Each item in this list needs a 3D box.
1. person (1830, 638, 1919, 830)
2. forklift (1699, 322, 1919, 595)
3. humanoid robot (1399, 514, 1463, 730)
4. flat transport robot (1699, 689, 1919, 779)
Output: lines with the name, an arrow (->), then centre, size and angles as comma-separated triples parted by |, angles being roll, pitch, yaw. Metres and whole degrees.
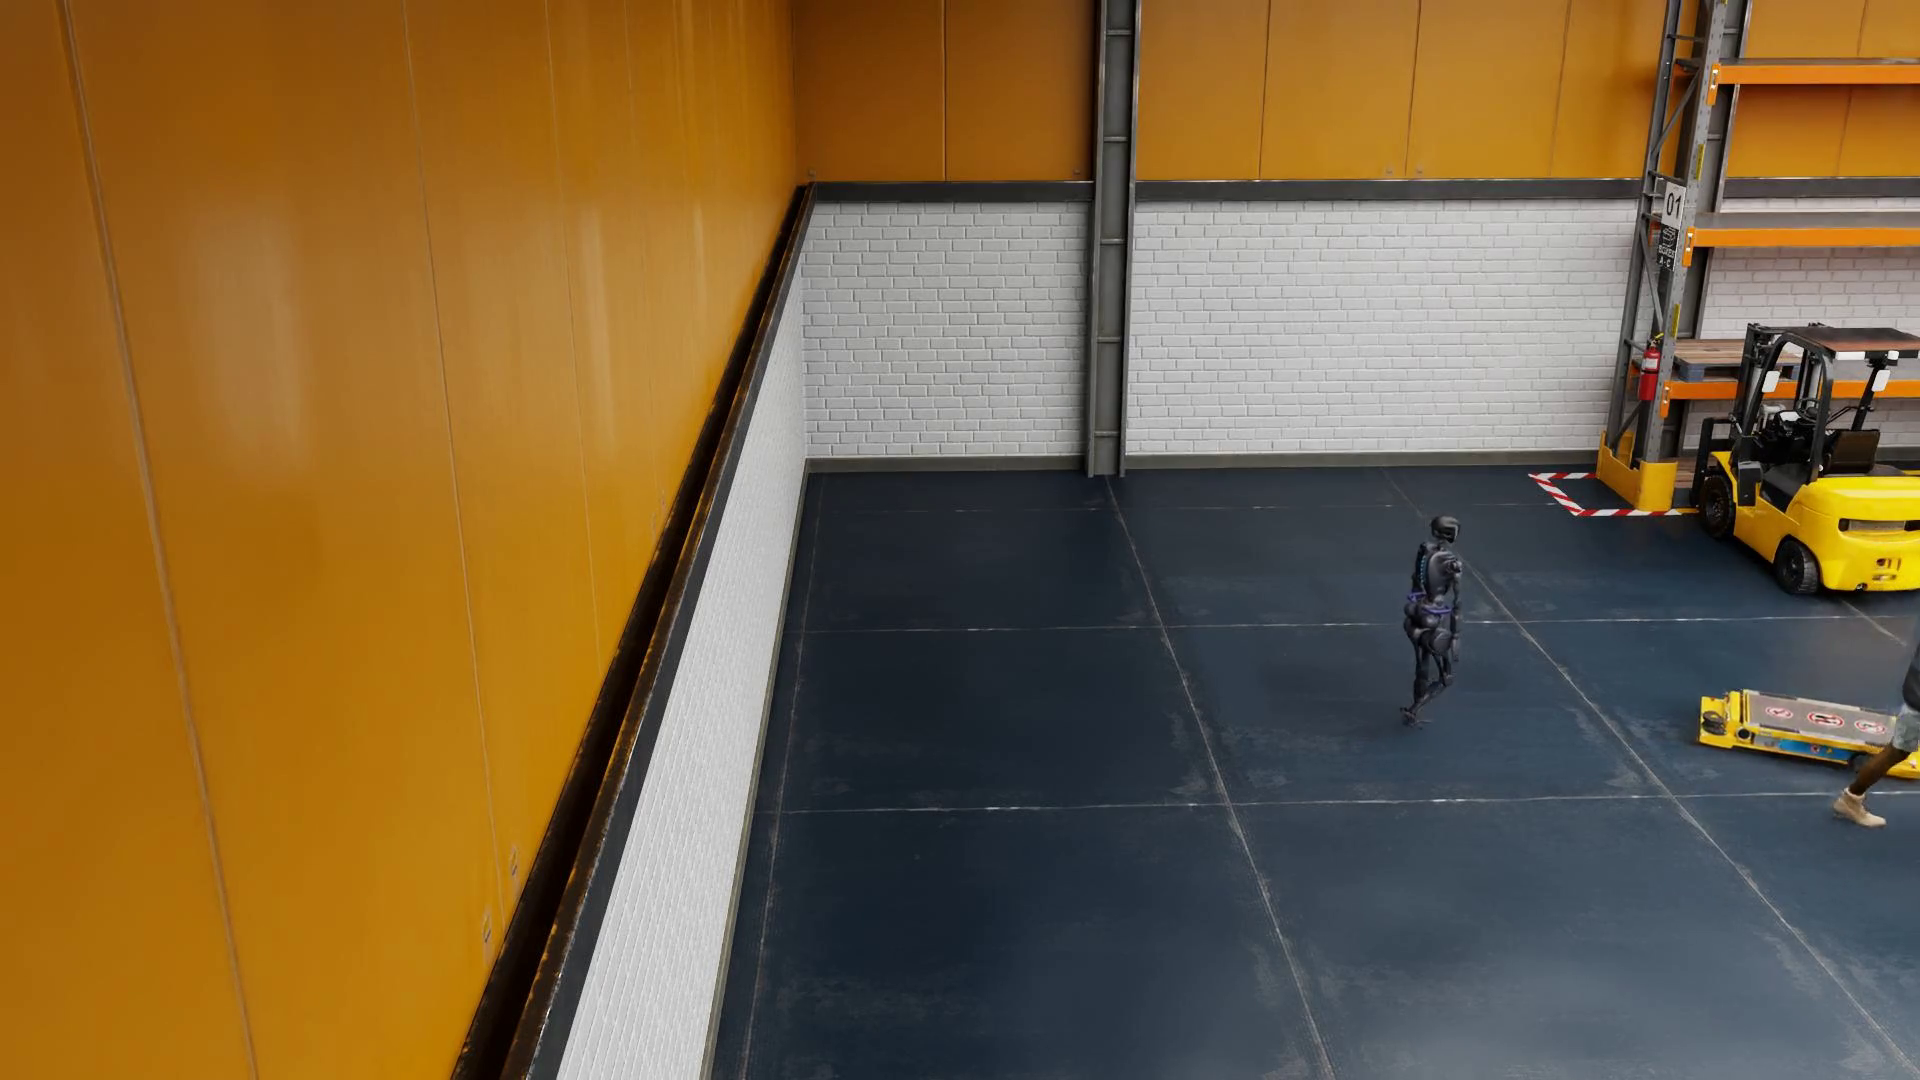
person -> 6.145, 0.991, 10.389 | 1.054, 1.986, 0.631 | 17, 26, 38
forklift -> 7.809, -0.792, 14.926 | 1.214, 2.155, 2.313 | -1, 20, -2
humanoid robot -> 3.343, 0.589, 11.931 | 0.415, 1.646, 0.589 | -7, 22, -19
flat transport robot -> 6.059, 1.366, 11.850 | 1.431, 0.231, 0.659 | 9, 22, 22
